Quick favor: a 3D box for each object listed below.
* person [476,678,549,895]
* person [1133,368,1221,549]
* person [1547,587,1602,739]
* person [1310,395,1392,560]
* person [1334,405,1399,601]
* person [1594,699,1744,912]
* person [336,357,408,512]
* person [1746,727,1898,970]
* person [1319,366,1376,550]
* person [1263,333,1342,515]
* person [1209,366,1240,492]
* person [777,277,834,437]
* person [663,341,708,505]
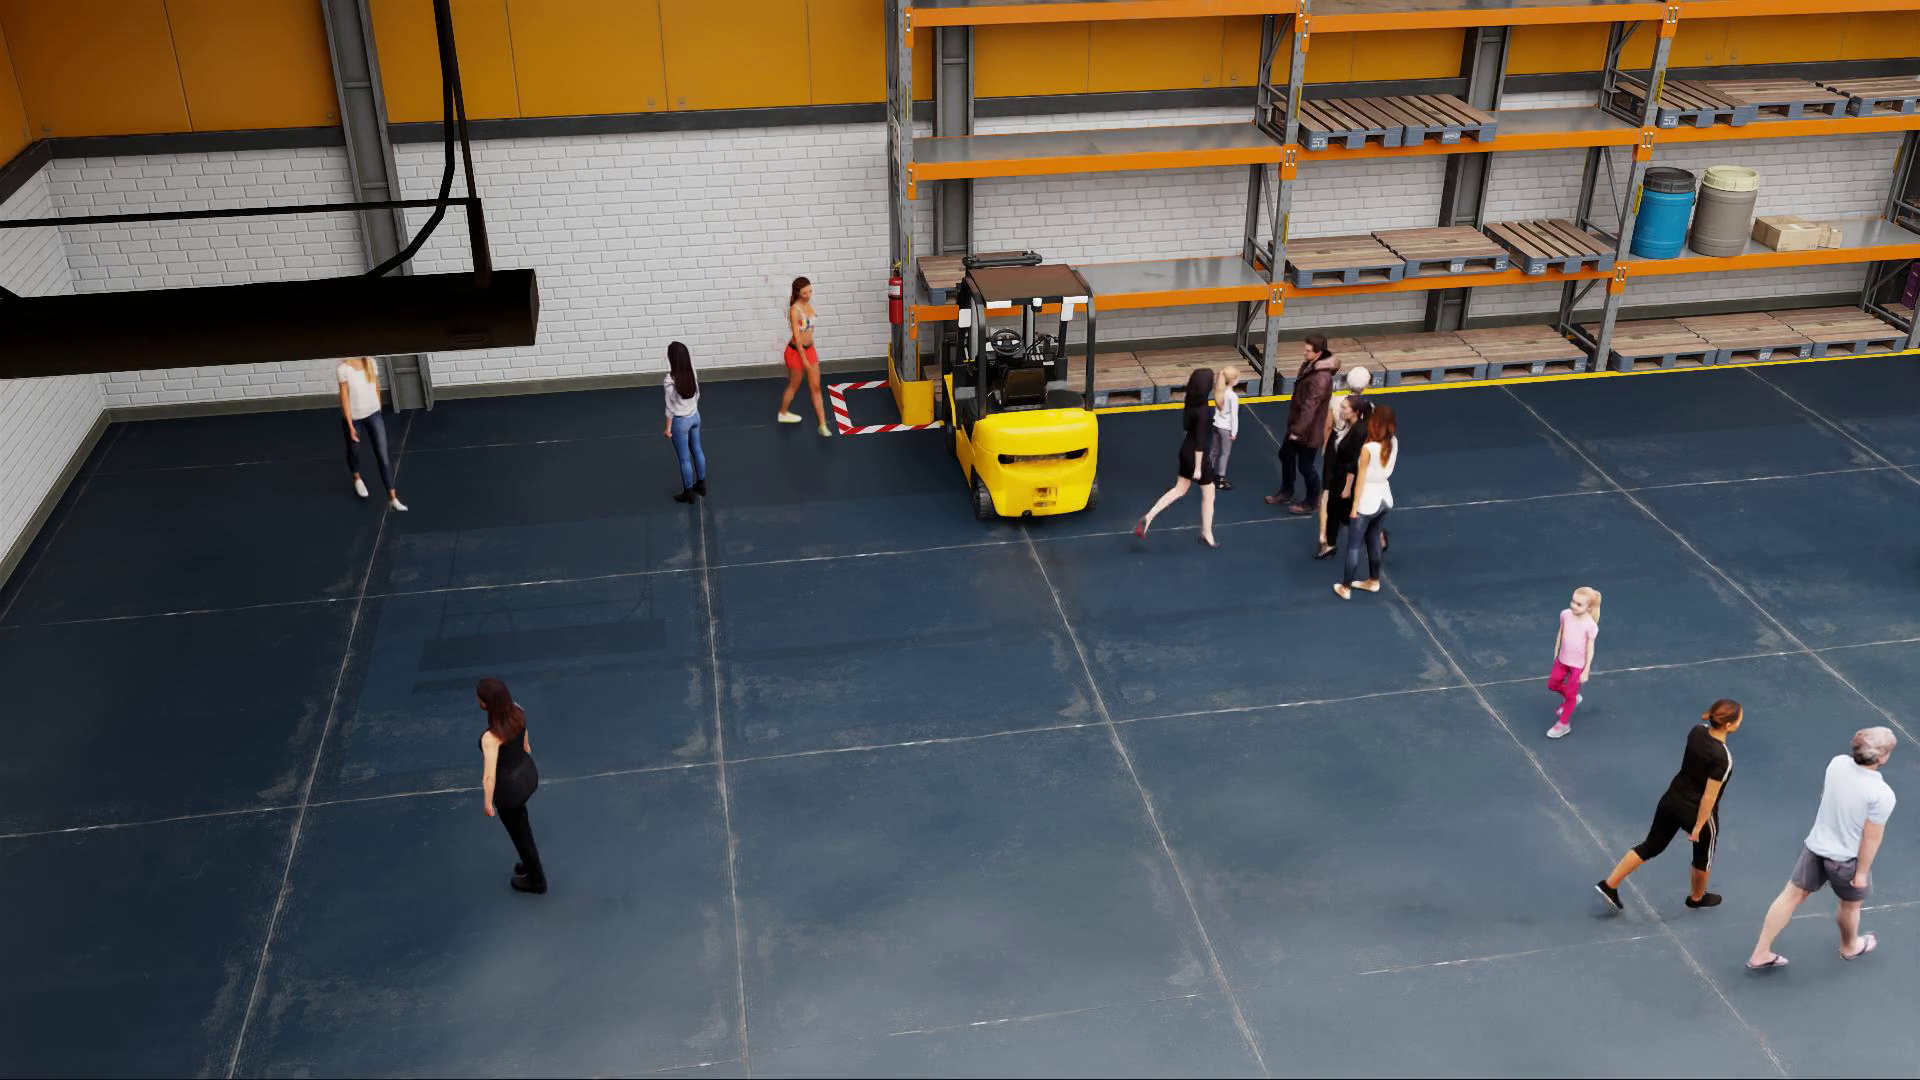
[{"bbox_3d":[-2.834,1.620,10.816,0.730,1.678,0.708,7,29,13],"label":"person"},{"bbox_3d":[2.015,-0.688,14.941,1.056,1.778,0.625,-6,29,-11],"label":"person"},{"bbox_3d":[4.678,0.896,12.578,0.736,1.261,0.630,-19,34,-30],"label":"person"},{"bbox_3d":[3.530,-0.511,14.755,0.918,1.645,0.650,-2,29,-3],"label":"person"},{"bbox_3d":[3.589,-0.304,14.243,0.619,1.772,0.749,-23,36,-35],"label":"person"},{"bbox_3d":[4.585,1.737,10.650,1.113,1.631,0.602,-6,29,-11],"label":"person"},{"bbox_3d":[-5.723,-1.138,15.791,1.216,1.754,1.085,-22,35,-34],"label":"person"},{"bbox_3d":[5.255,1.931,10.133,1.194,1.785,0.805,-9,30,-17],"label":"person"},{"bbox_3d":[3.449,-0.700,15.030,1.125,1.714,1.136,15,32,26],"label":"person"},{"bbox_3d":[3.339,-1.073,15.597,0.825,1.826,0.802,-1,29,-2],"label":"person"},{"bbox_3d":[2.557,-1.104,16.226,0.560,1.277,0.544,-14,32,-24],"label":"person"},{"bbox_3d":[-1.695,-1.930,17.263,1.078,1.734,1.030,14,32,24],"label":"person"},{"bbox_3d":[-2.626,-1.137,15.915,0.715,1.633,0.675,15,32,26],"label":"person"}]
